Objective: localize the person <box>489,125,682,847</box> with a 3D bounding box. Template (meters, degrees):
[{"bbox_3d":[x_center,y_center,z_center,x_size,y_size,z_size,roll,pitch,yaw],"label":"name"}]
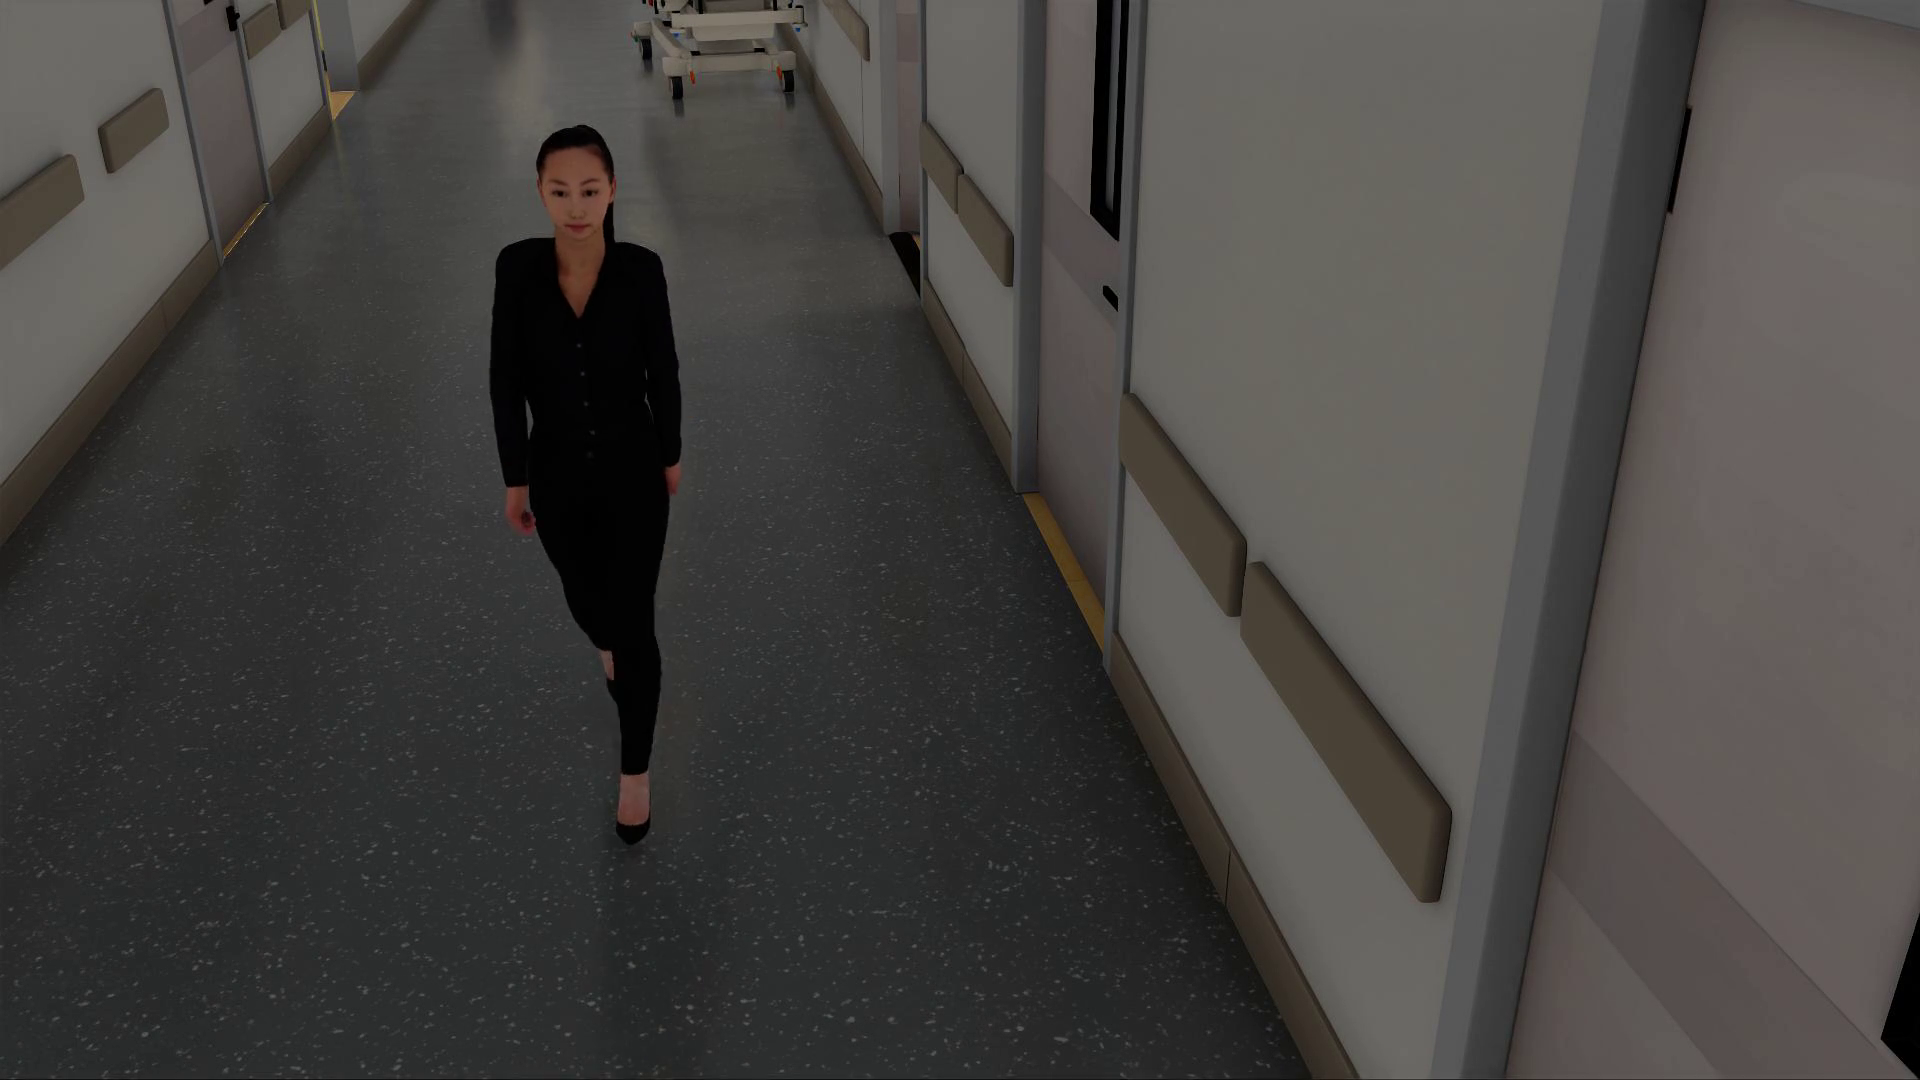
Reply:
[{"bbox_3d":[-0.891,-0.155,4.049,0.986,1.674,0.673,-3,26,-5],"label":"person"}]
